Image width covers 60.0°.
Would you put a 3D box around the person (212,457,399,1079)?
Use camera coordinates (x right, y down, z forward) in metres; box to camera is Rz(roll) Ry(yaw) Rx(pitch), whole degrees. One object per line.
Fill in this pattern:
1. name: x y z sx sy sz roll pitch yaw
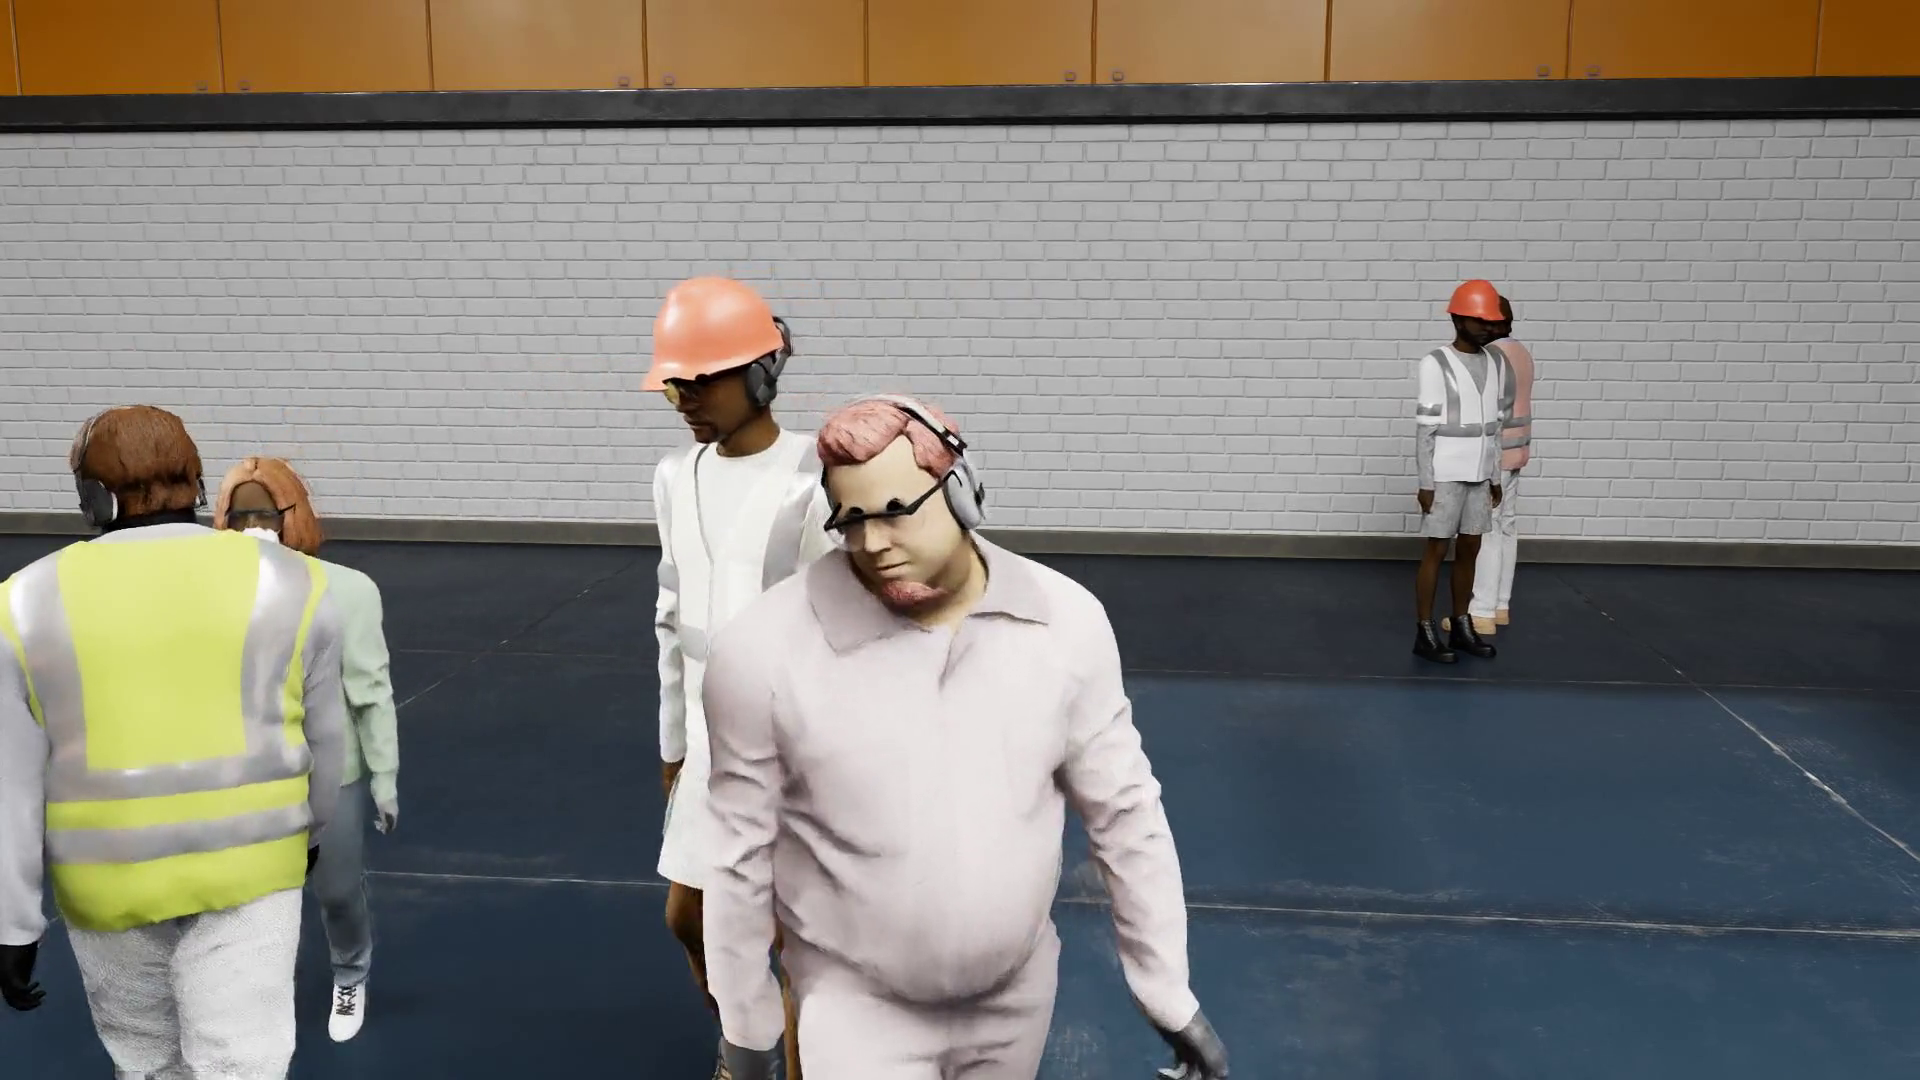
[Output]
1. person: -1.635 0.577 4.086 0.510 1.593 0.832 -2 10 -12

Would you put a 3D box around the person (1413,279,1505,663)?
1. person: 2.535 -0.338 8.382 0.538 1.929 0.383 -5 11 -26

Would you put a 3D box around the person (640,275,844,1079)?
1. person: -0.454 0.449 3.603 0.625 2.024 0.430 7 12 36

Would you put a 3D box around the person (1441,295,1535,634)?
1. person: 2.857 -0.409 9.036 0.430 1.841 0.624 7 12 37

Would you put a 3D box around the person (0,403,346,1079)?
1. person: -1.498 0.637 3.209 0.628 1.790 0.884 -4 11 -21

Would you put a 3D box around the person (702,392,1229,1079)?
1. person: 0.009 0.719 2.473 0.672 1.861 0.839 -5 11 -25
